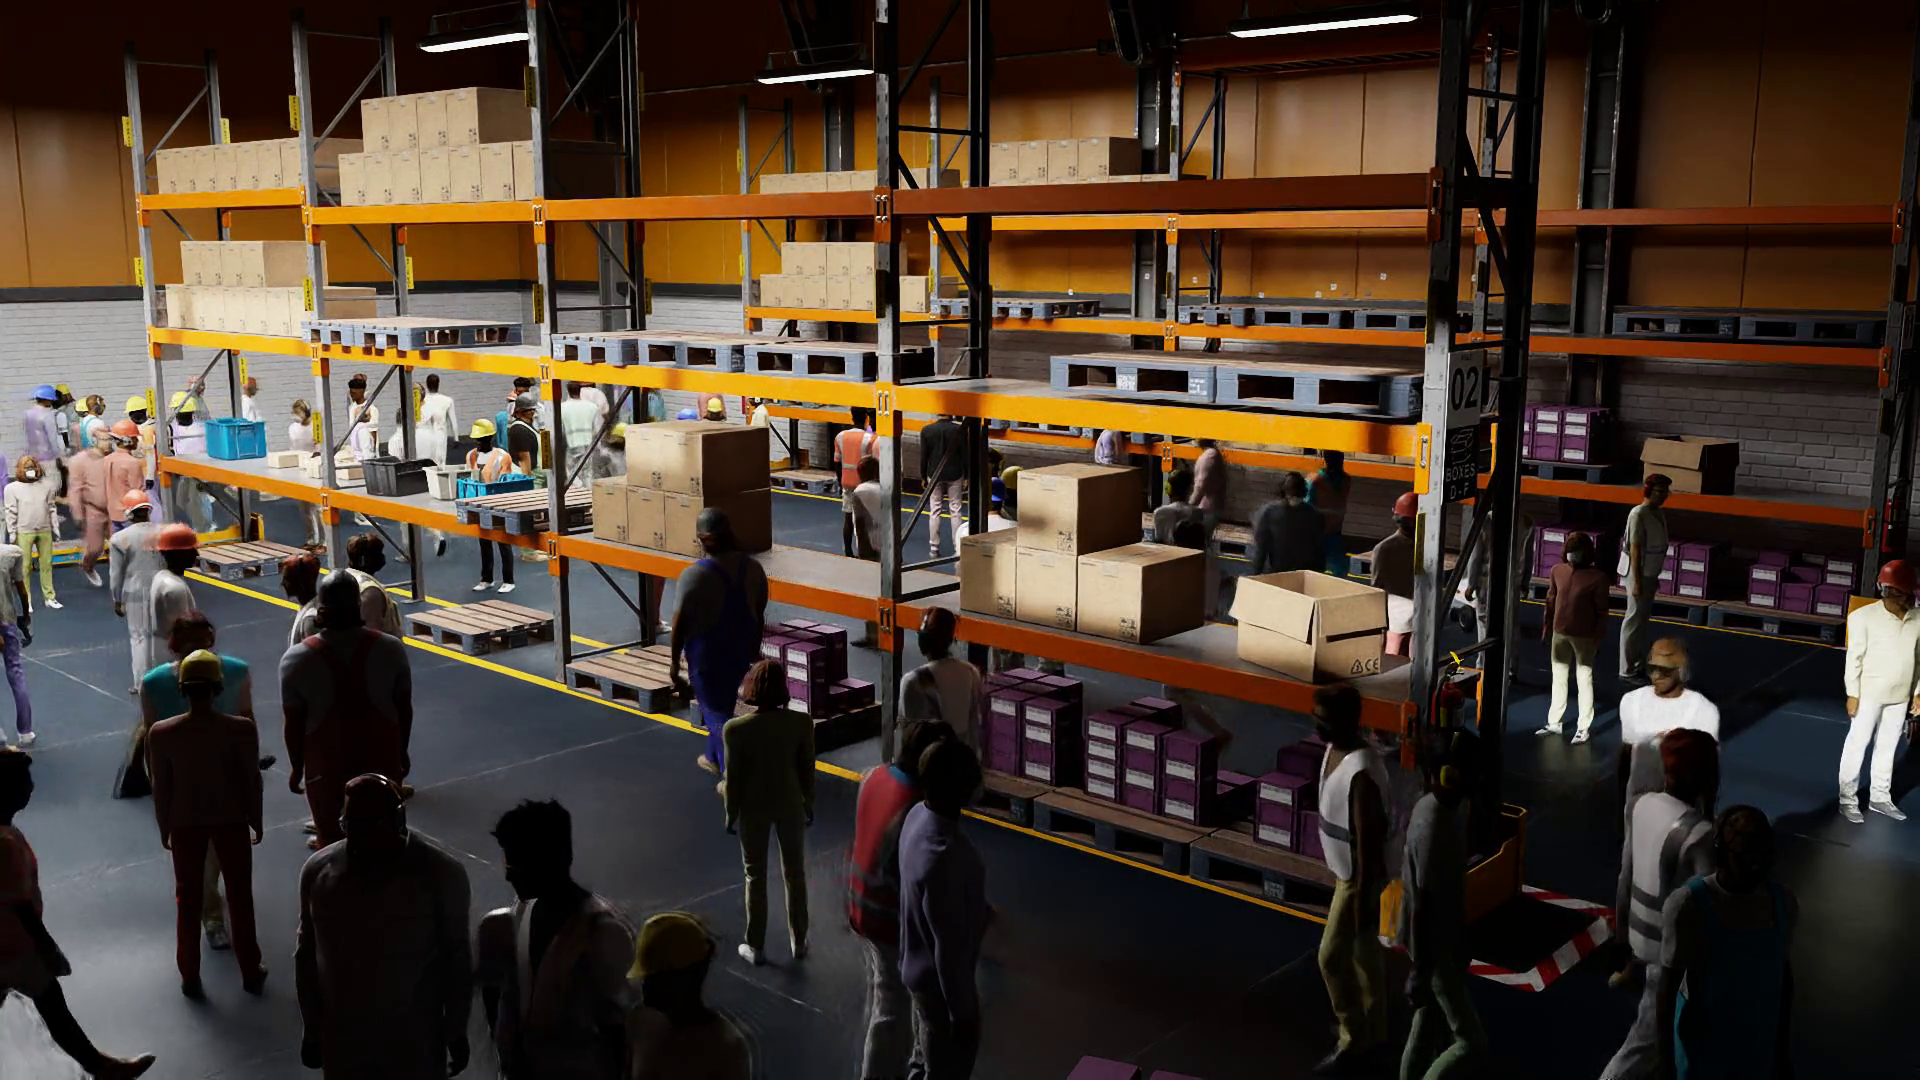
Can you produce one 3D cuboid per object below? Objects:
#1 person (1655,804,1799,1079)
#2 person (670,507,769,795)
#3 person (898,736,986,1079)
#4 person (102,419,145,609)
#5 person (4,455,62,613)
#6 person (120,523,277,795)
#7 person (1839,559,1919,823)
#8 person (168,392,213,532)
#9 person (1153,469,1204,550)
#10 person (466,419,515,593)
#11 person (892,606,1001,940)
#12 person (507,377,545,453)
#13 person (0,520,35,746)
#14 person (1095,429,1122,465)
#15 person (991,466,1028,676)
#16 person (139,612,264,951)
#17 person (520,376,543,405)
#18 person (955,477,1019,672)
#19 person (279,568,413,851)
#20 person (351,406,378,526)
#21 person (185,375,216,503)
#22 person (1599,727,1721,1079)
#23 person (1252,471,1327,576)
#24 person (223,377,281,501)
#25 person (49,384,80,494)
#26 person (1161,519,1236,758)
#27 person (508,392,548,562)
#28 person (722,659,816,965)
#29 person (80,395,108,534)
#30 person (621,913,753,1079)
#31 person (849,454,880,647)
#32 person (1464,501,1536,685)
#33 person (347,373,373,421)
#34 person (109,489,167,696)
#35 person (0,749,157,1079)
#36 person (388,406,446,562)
[{"bbox_3d":[2.741,1.825,5.965,0.514,1.842,0.356,-2,10,-9],"label":"person"},{"bbox_3d":[-1.688,0.727,11.583,0.691,2.000,0.924,-9,13,-40],"label":"person"},{"bbox_3d":[-0.050,1.696,6.391,0.372,1.940,0.632,-2,10,-10],"label":"person"},{"bbox_3d":[-8.616,-0.256,17.267,0.614,1.993,0.395,7,12,33],"label":"person"},{"bbox_3d":[-9.591,-0.069,17.229,0.271,1.632,0.507,8,13,38],"label":"person"},{"bbox_3d":[-5.372,0.816,11.514,1.022,1.884,0.563,-5,11,-27],"label":"person"},{"bbox_3d":[6.085,0.986,10.927,0.565,1.752,0.338,-2,10,-9],"label":"person"},{"bbox_3d":[-9.957,-0.960,21.483,0.587,1.918,0.407,7,12,35],"label":"person"},{"bbox_3d":[1.857,0.281,14.689,0.543,1.832,0.865,-3,10,-16],"label":"person"},{"bbox_3d":[-5.136,-0.368,18.138,0.585,1.917,0.409,4,11,22],"label":"person"},{"bbox_3d":[-0.085,1.279,8.982,0.752,1.863,0.588,8,13,39],"label":"person"},{"bbox_3d":[-6.082,-1.310,23.306,0.615,1.964,0.361,3,10,17],"label":"person"},{"bbox_3d":[-7.267,0.654,12.488,0.538,1.866,0.313,-8,13,-40],"label":"person"},{"bbox_3d":[1.770,-0.739,20.189,0.372,1.925,0.596,2,10,12],"label":"person"},{"bbox_3d":[0.446,0.305,14.339,0.399,1.911,0.594,8,13,39],"label":"person"},{"bbox_3d":[-4.204,1.261,9.229,0.569,1.811,0.942,-8,13,-38],"label":"person"},{"bbox_3d":[-7.239,-2.012,27.943,0.489,1.731,0.325,3,10,15],"label":"person"},{"bbox_3d":[0.266,0.468,13.301,0.602,1.949,0.394,1,10,6],"label":"person"},{"bbox_3d":[-3.366,1.156,9.158,0.674,2.000,0.537,-5,11,-27],"label":"person"},{"bbox_3d":[-8.090,-1.007,22.551,0.320,1.629,0.516,-6,12,-29],"label":"person"},{"bbox_3d":[-11.198,-1.477,24.472,0.401,1.893,0.654,-3,11,-18],"label":"person"},{"bbox_3d":[2.937,1.672,6.832,0.953,1.843,0.587,-1,10,-4],"label":"person"},{"bbox_3d":[2.767,0.345,14.097,0.626,1.915,0.533,-2,10,-9],"label":"person"},{"bbox_3d":[-10.478,-1.469,24.495,0.806,1.866,0.629,-5,11,-27],"label":"person"},{"bbox_3d":[-13.336,-1.470,24.871,0.486,1.737,0.315,-4,11,-22],"label":"person"},{"bbox_3d":[1.692,0.750,12.090,0.623,1.814,0.642,6,12,30],"label":"person"},{"bbox_3d":[-5.149,-0.764,20.009,0.539,2.000,0.688,-3,10,-16],"label":"person"},{"bbox_3d":[-1.001,1.428,8.770,0.500,1.633,0.284,-4,11,-20],"label":"person"},{"bbox_3d":[-11.341,-0.991,21.876,0.508,1.839,0.339,8,13,37],"label":"person"},{"bbox_3d":[-0.838,2.003,5.254,0.537,1.731,0.766,7,12,34],"label":"person"},{"bbox_3d":[-0.826,0.095,15.817,0.462,1.803,0.629,6,12,32],"label":"person"},{"bbox_3d":[4.625,0.350,14.307,0.599,1.827,0.403,-2,10,-9],"label":"person"},{"bbox_3d":[-10.113,-1.992,28.084,0.516,1.640,0.314,4,11,21],"label":"person"},{"bbox_3d":[-6.875,0.438,14.044,0.348,1.745,0.565,10,14,43],"label":"person"},{"bbox_3d":[-4.007,1.709,7.110,0.905,1.638,0.543,-5,11,-25],"label":"person"},{"bbox_3d":[-6.510,-0.662,19.857,0.526,1.891,0.663,6,12,30],"label":"person"}]
